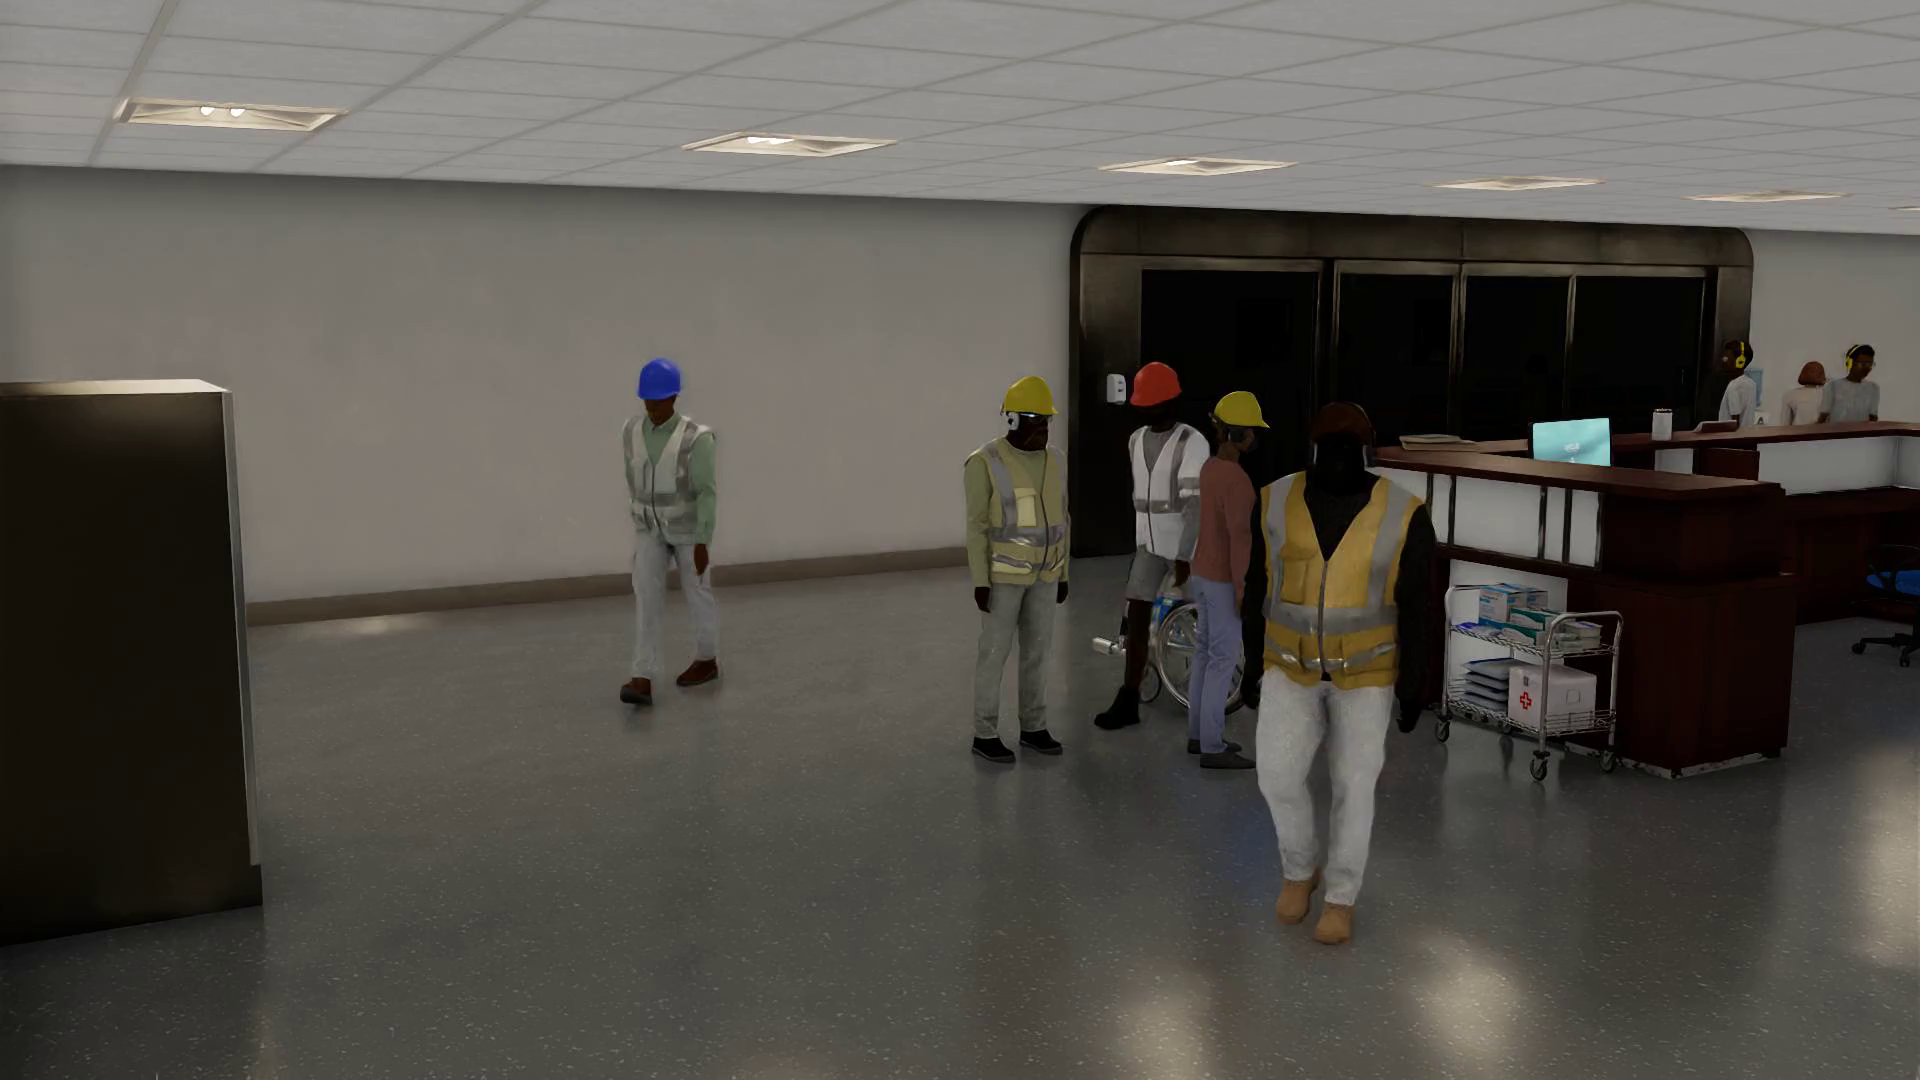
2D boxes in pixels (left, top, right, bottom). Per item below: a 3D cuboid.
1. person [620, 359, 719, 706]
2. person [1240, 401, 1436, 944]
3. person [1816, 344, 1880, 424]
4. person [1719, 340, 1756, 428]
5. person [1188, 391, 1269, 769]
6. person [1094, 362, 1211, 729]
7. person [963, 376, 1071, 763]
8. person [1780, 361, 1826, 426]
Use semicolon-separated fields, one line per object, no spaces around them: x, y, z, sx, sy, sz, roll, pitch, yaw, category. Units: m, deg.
-1.577;-0.048;9.066;0.616;1.857;1.058;3;8;18;person
1.252;0.448;5.590;0.656;1.829;0.449;3;8;22;person
7.565;-0.724;14.084;0.540;1.827;0.845;0;8;-4;person
6.508;-0.741;14.033;0.325;1.877;0.521;6;10;37;person
1.257;0.185;7.769;0.338;1.757;0.518;-1;8;-10;person
1.116;0.012;8.645;1.027;1.880;0.562;-8;11;-44;person
0.296;0.141;7.859;0.591;1.827;0.403;-5;9;-34;person
8.300;-0.932;16.288;0.509;1.632;0.269;6;10;38;person
